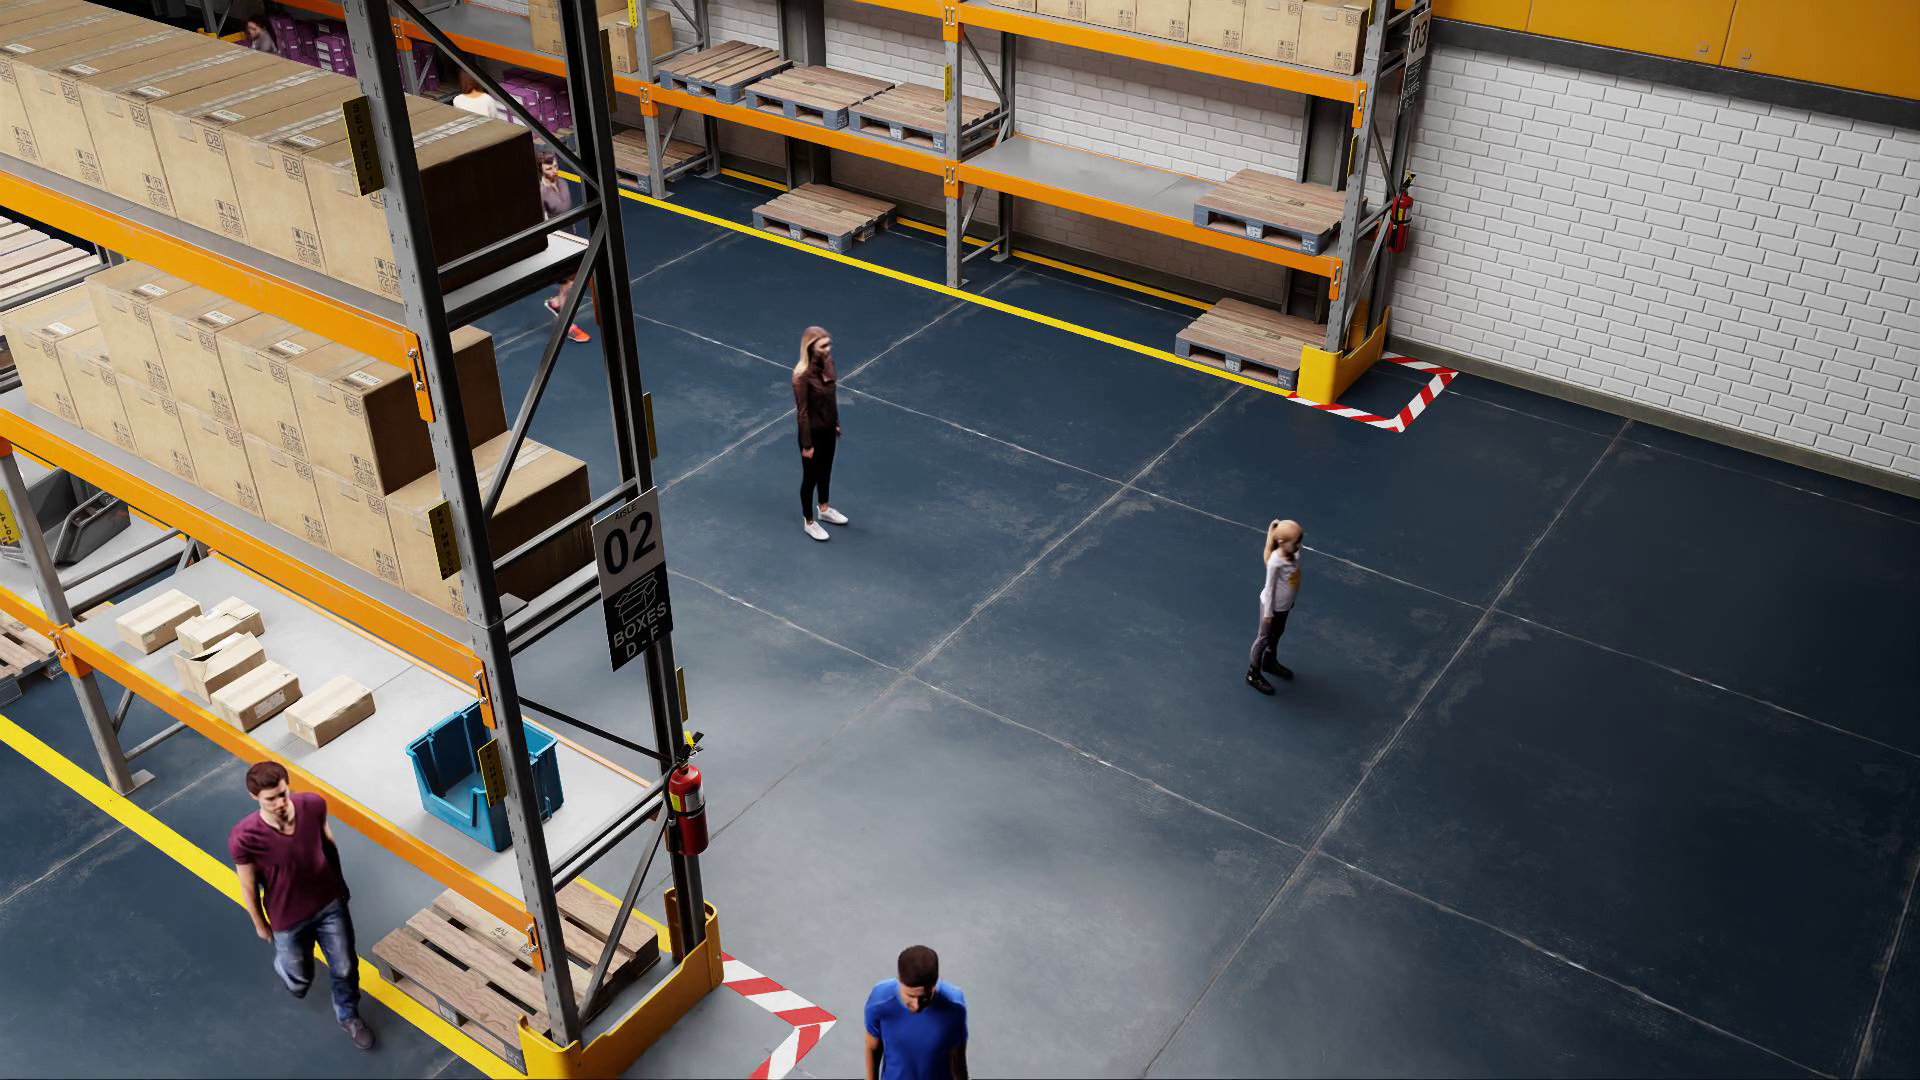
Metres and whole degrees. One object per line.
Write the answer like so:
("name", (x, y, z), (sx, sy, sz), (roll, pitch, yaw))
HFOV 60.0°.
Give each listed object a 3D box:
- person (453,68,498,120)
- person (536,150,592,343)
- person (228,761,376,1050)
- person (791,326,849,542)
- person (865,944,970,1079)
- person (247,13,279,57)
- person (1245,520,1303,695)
("person", (-4.995, -4.033, 17.305), (0.928, 1.645, 1.025), (-12, 35, -17))
("person", (-3.700, -2.654, 15.057), (0.805, 1.837, 0.722), (12, 36, 18))
("person", (-3.338, 1.787, 8.378), (0.769, 1.835, 0.985), (-27, 42, -35))
("person", (-1.068, -0.819, 12.415), (0.519, 1.706, 0.618), (18, 38, 25))
("person", (-0.176, 2.374, 7.484), (0.826, 1.847, 0.873), (-1, 34, -1))
("person", (-7.903, -5.289, 19.191), (0.869, 1.649, 0.788), (0, 34, 0))
("person", (2.077, 0.408, 10.959), (0.499, 1.275, 0.496), (25, 41, 33))
